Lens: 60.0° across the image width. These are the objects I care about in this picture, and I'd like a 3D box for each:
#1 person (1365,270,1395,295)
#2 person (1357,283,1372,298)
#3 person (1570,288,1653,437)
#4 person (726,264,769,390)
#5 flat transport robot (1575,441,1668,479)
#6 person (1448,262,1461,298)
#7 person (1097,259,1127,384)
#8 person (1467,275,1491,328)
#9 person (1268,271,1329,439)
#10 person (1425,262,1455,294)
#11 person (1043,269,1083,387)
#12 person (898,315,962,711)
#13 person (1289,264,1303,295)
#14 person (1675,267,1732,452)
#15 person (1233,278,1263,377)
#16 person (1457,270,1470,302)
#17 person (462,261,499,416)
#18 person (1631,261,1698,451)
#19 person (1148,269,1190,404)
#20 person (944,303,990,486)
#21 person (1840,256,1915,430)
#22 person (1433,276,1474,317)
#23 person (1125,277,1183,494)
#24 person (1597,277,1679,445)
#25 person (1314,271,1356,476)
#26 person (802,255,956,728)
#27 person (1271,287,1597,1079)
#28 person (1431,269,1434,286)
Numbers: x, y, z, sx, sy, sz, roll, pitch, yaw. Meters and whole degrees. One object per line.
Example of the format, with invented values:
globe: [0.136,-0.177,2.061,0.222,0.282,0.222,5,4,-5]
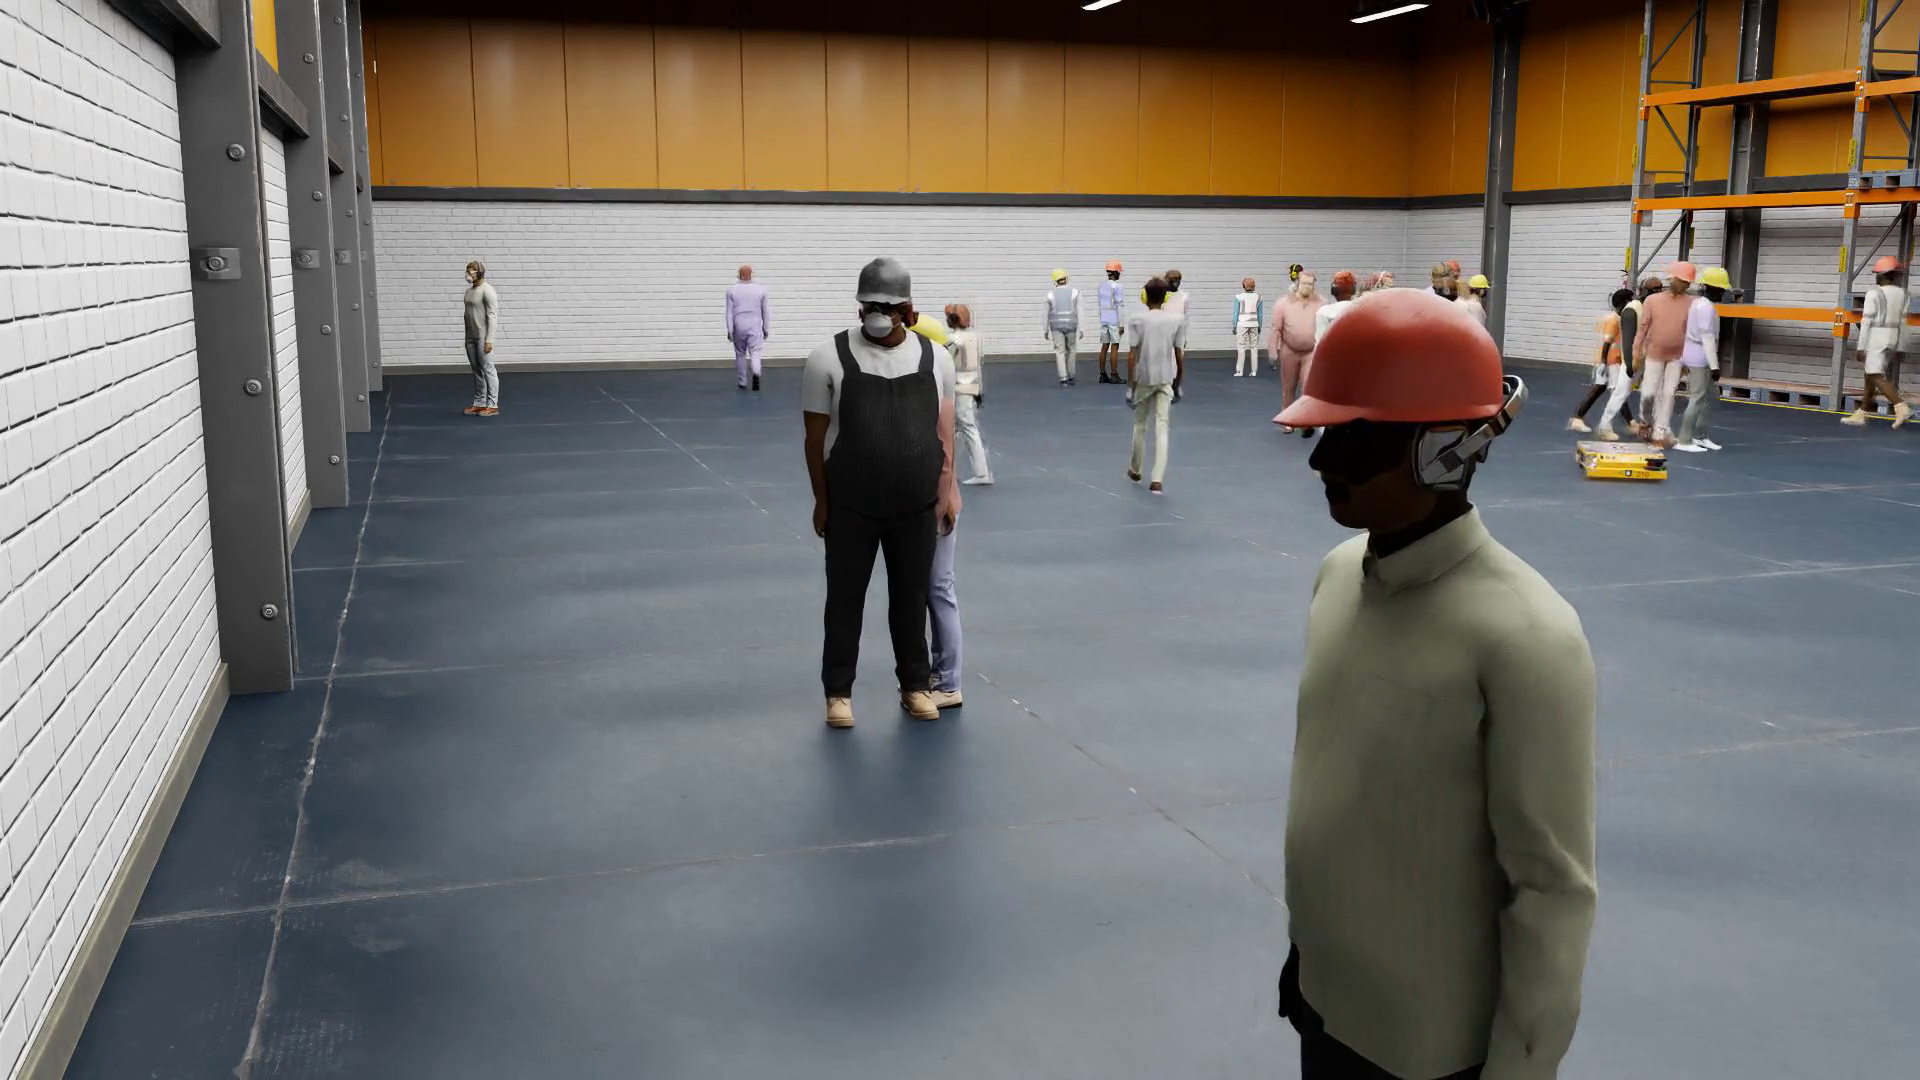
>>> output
person: [4.211,-1.875,17.359,0.788,1.875,0.691,7,12,35]
person: [6.173,-3.120,25.332,0.513,1.601,0.814,2,10,10]
person: [7.323,-1.994,18.658,0.904,1.647,0.543,6,11,29]
person: [-3.171,-3.179,24.885,0.652,1.877,0.872,-2,10,-14]
flat transport robot: [6.137,-0.755,15.474,0.652,0.197,1.431,3,10,15]
person: [7.935,-3.564,27.045,0.563,1.896,0.512,-7,12,-35]
person: [2.381,-3.400,25.968,0.361,1.938,0.546,-7,12,-36]
person: [6.480,-2.446,20.940,0.310,1.768,0.533,0,10,1]
person: [3.772,-2.060,18.480,0.676,1.837,1.040,1,10,7]
person: [5.469,-2.211,19.080,0.356,1.936,0.635,-1,10,-9]
person: [1.579,-3.269,25.628,0.608,1.786,0.895,0,10,0]
person: [-0.154,-0.119,7.466,0.322,1.767,0.533,-1,10,-5]
person: [5.555,-3.600,27.371,0.352,1.857,0.510,9,14,43]
person: [7.666,-1.828,17.008,0.595,1.886,0.653,3,10,18]
person: [4.750,-3.504,27.451,0.511,1.634,0.313,-2,10,-13]
person: [8.393,-3.785,28.379,0.561,1.867,1.033,-5,11,-26]
person: [-6.039,-2.528,20.915,0.632,1.940,0.372,9,13,42]
person: [7.369,-1.919,17.362,0.675,1.950,0.655,3,10,19]
person: [2.824,-2.772,22.652,0.636,1.827,0.583,-3,10,-17]
person: [-0.069,-1.285,14.709,0.858,1.595,0.540,5,11,26]
person: [10.773,-2.292,19.356,0.617,2.011,0.957,-4,11,-23]
person: [5.101,-1.782,16.978,0.615,1.813,0.724,-1,10,-6]
person: [1.666,-1.347,14.393,0.534,1.821,0.959,-1,10,-5]
person: [7.319,-1.929,17.896,0.658,1.795,0.969,-5,11,-28]
person: [3.479,-1.499,15.164,0.592,1.879,0.376,-2,10,-11]
person: [-0.319,-0.207,7.184,0.676,2.000,0.536,-3,10,-15]
person: [0.616,0.647,2.371,0.396,1.992,0.623,-3,10,-16]
person: [5.878,-2.391,20.290,0.600,1.888,0.787,-8,13,-38]
